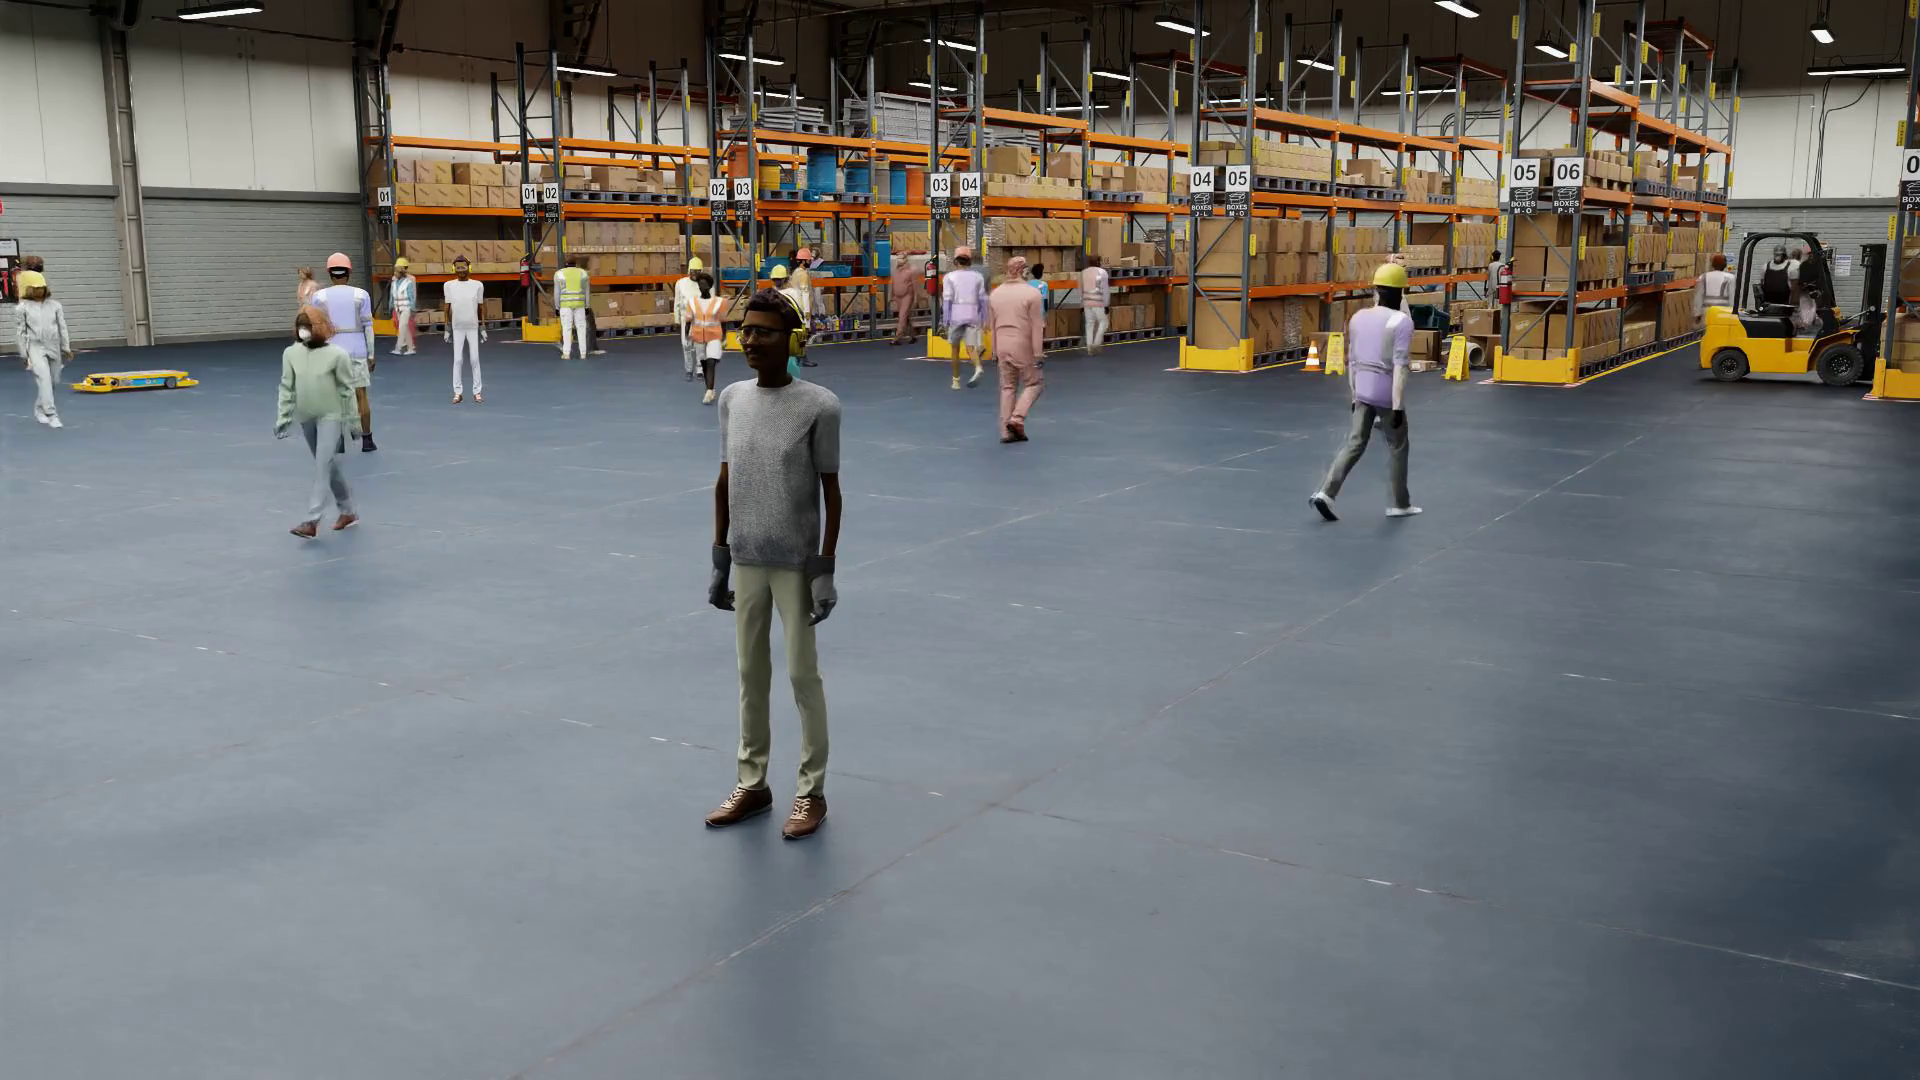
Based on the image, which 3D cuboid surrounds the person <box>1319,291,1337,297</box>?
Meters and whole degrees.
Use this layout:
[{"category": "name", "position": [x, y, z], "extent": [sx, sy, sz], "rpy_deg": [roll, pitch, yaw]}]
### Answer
[{"category": "person", "position": [8.345, -5.679, 37.847], "extent": [0.961, 1.938, 0.602], "rpy_deg": [-9, 14, -42]}]

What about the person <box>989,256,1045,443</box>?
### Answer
[{"category": "person", "position": [0.594, -1.915, 16.835], "extent": [0.669, 1.887, 0.418], "rpy_deg": [8, 13, 39]}]

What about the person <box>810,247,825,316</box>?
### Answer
[{"category": "person", "position": [-3.440, -6.012, 39.651], "extent": [0.633, 1.940, 0.368], "rpy_deg": [10, 14, 44]}]

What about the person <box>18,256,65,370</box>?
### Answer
[{"category": "person", "position": [-14.746, -3.614, 26.574], "extent": [0.670, 1.826, 0.466], "rpy_deg": [8, 13, 38]}]

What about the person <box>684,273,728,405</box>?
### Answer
[{"category": "person", "position": [-3.216, -2.547, 21.073], "extent": [0.537, 1.652, 0.894], "rpy_deg": [1, 10, 5]}]

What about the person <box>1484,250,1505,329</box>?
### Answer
[{"category": "person", "position": [12.678, -5.927, 39.406], "extent": [0.509, 1.860, 0.334], "rpy_deg": [3, 10, 15]}]

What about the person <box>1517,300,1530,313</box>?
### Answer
[{"category": "person", "position": [13.304, -5.928, 38.974], "extent": [0.615, 2.008, 0.642], "rpy_deg": [-3, 11, -17]}]

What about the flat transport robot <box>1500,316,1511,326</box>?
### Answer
[{"category": "flat transport robot", "position": [13.420, -5.377, 40.763], "extent": [1.431, 0.197, 0.652], "rpy_deg": [-7, 12, -34]}]

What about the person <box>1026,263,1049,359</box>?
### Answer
[{"category": "person", "position": [1.303, -3.988, 29.025], "extent": [0.540, 1.677, 0.521], "rpy_deg": [8, 13, 39]}]

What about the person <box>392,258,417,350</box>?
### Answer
[{"category": "person", "position": [-10.519, -4.456, 31.460], "extent": [0.559, 1.749, 0.474], "rpy_deg": [3, 11, 16]}]

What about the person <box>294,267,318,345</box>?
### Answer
[{"category": "person", "position": [-11.141, -3.817, 28.237], "extent": [0.526, 1.602, 0.803], "rpy_deg": [8, 13, 37]}]

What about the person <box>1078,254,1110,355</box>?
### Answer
[{"category": "person", "position": [2.437, -4.242, 30.040], "extent": [0.656, 1.828, 0.452], "rpy_deg": [8, 13, 37]}]

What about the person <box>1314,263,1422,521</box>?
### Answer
[{"category": "person", "position": [3.014, -1.072, 12.150], "extent": [0.961, 1.890, 0.595], "rpy_deg": [-7, 12, -34]}]

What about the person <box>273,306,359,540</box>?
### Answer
[{"category": "person", "position": [-4.447, -0.810, 11.482], "extent": [0.499, 1.586, 0.867], "rpy_deg": [3, 10, 15]}]

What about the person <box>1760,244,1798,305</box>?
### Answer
[{"category": "person", "position": [16.352, -4.924, 33.269], "extent": [0.691, 2.000, 0.781], "rpy_deg": [8, 13, 37]}]

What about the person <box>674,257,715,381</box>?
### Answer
[{"category": "person", "position": [-3.888, -3.237, 24.452], "extent": [0.630, 1.807, 0.681], "rpy_deg": [-2, 10, -10]}]

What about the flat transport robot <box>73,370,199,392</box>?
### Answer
[{"category": "flat transport robot", "position": [-11.426, -2.218, 23.067], "extent": [0.652, 0.197, 1.431], "rpy_deg": [8, 13, 37]}]

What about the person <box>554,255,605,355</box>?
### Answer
[{"category": "person", "position": [-6.897, -4.239, 30.074], "extent": [0.847, 1.818, 0.521], "rpy_deg": [-7, 12, -34]}]

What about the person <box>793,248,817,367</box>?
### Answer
[{"category": "person", "position": [-2.556, -3.816, 27.354], "extent": [0.358, 1.936, 0.552], "rpy_deg": [-4, 11, -20]}]

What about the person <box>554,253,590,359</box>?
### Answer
[{"category": "person", "position": [-6.796, -4.085, 29.121], "extent": [0.625, 1.847, 0.429], "rpy_deg": [-5, 11, -26]}]

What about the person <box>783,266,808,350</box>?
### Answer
[{"category": "person", "position": [-3.233, -4.275, 30.863], "extent": [0.742, 1.599, 0.508], "rpy_deg": [2, 10, 10]}]

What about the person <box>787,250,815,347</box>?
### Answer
[{"category": "person", "position": [-3.043, -4.501, 31.293], "extent": [0.549, 1.900, 0.609], "rpy_deg": [-5, 11, -28]}]

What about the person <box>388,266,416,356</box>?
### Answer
[{"category": "person", "position": [-10.113, -4.113, 29.934], "extent": [0.532, 1.607, 0.784], "rpy_deg": [7, 12, 33]}]

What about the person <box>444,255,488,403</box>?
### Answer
[{"category": "person", "position": [-6.273, -2.664, 21.098], "extent": [0.533, 1.866, 0.315], "rpy_deg": [-3, 10, -15]}]

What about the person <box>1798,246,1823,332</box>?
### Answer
[{"category": "person", "position": [19.274, -5.672, 37.670], "extent": [0.468, 1.965, 0.651], "rpy_deg": [-4, 11, -21]}]

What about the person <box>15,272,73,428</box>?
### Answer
[{"category": "person", "position": [-10.186, -2.113, 18.440], "extent": [0.814, 1.712, 0.489], "rpy_deg": [8, 13, 37]}]

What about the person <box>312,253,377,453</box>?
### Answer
[{"category": "person", "position": [-5.954, -1.806, 16.119], "extent": [0.543, 1.928, 0.374], "rpy_deg": [-3, 11, -17]}]

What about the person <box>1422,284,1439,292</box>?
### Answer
[{"category": "person", "position": [12.399, -6.717, 43.910], "extent": [0.590, 1.824, 0.456], "rpy_deg": [-10, 14, -44]}]

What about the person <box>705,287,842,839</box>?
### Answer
[{"category": "person", "position": [-0.646, 0.082, 5.695], "extent": [0.511, 1.877, 0.328], "rpy_deg": [5, 11, 25]}]

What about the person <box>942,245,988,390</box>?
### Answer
[{"category": "person", "position": [0.090, -3.009, 22.674], "extent": [0.662, 2.006, 0.841], "rpy_deg": [-3, 11, -17]}]

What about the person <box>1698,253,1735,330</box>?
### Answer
[{"category": "person", "position": [12.191, -3.692, 26.880], "extent": [0.742, 1.861, 0.583], "rpy_deg": [-9, 14, -42]}]

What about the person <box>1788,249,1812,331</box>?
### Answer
[{"category": "person", "position": [19.263, -5.742, 38.278], "extent": [0.885, 1.896, 0.643], "rpy_deg": [1, 10, 4]}]

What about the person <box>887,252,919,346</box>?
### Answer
[{"category": "person", "position": [-1.132, -4.822, 33.235], "extent": [0.662, 1.861, 1.005], "rpy_deg": [8, 13, 37]}]

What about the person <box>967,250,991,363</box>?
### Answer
[{"category": "person", "position": [0.274, -3.917, 27.978], "extent": [0.665, 1.914, 0.533], "rpy_deg": [-7, 13, -36]}]

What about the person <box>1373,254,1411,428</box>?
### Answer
[{"category": "person", "position": [4.736, -2.176, 18.252], "extent": [0.410, 1.909, 0.643], "rpy_deg": [4, 11, 19]}]

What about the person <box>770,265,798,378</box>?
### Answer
[{"category": "person", "position": [-2.309, -2.728, 21.831], "extent": [0.586, 1.746, 0.473], "rpy_deg": [8, 13, 36]}]
